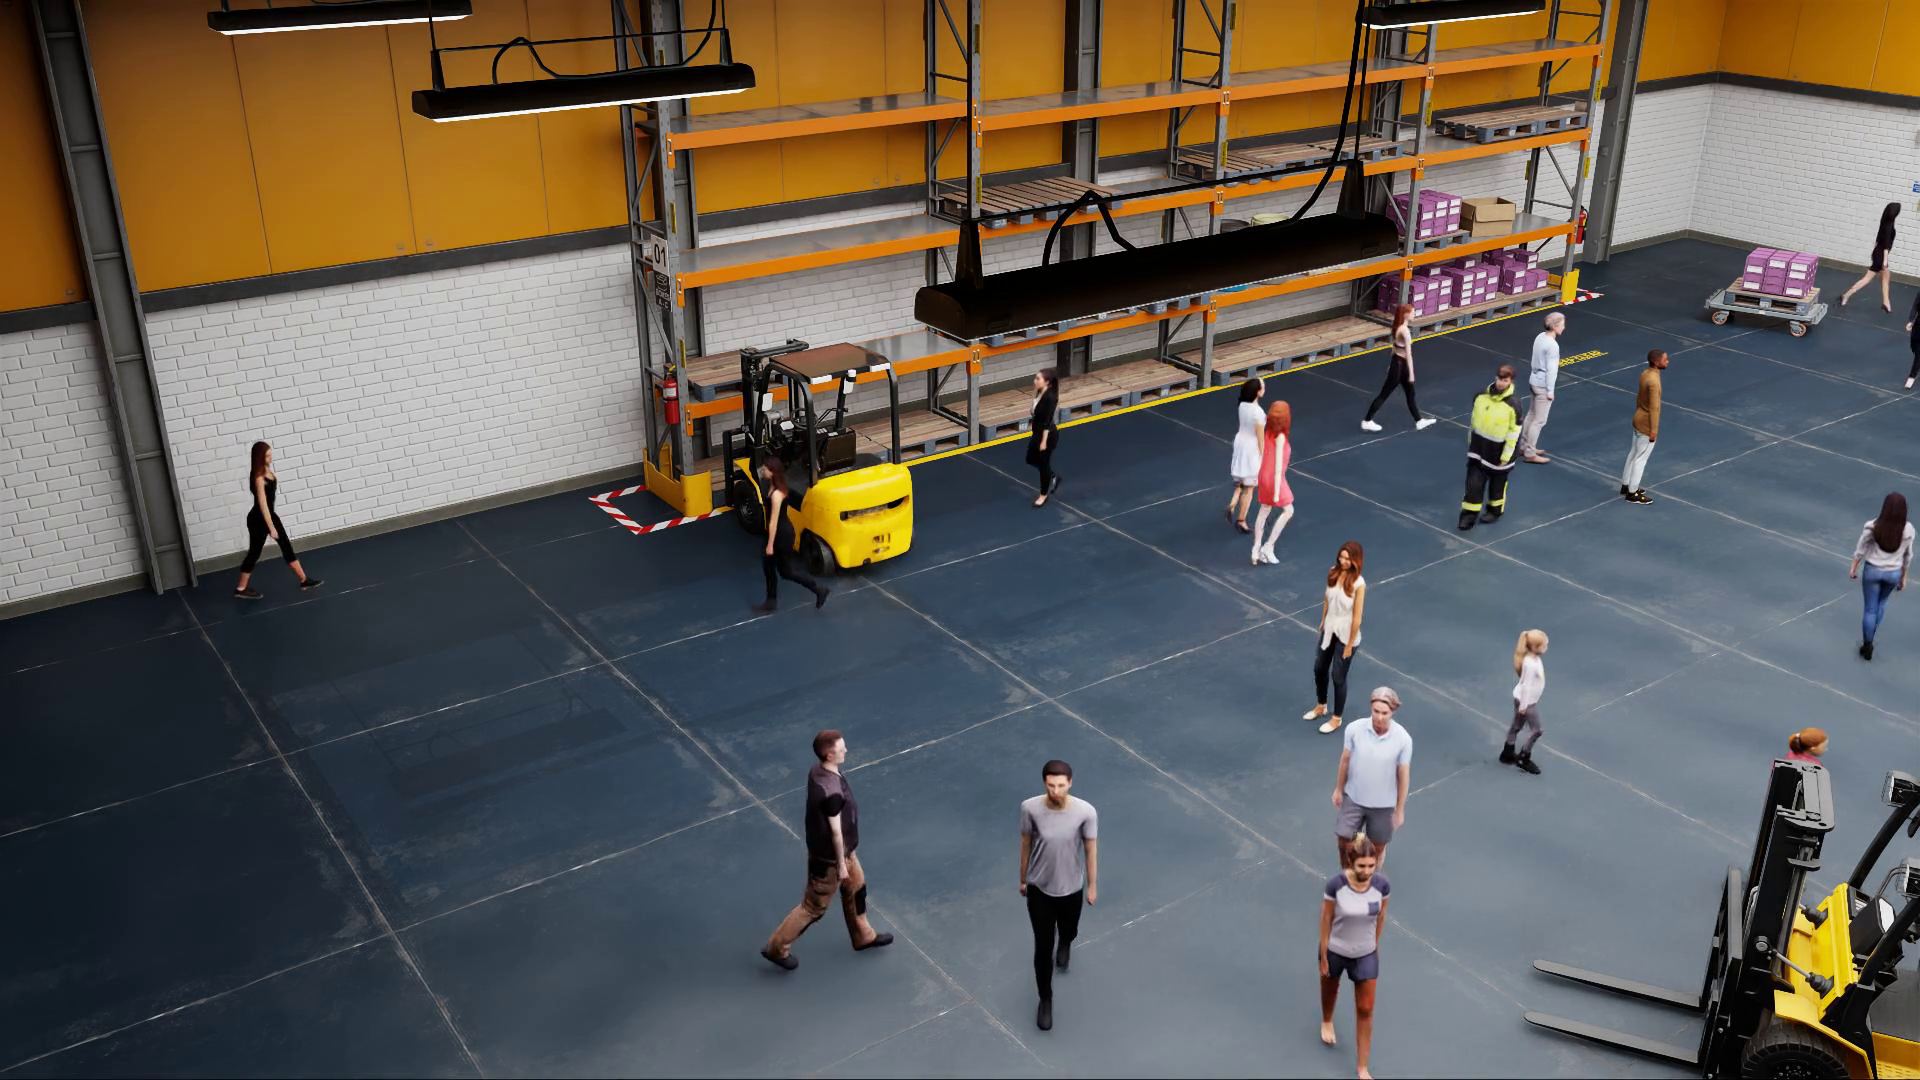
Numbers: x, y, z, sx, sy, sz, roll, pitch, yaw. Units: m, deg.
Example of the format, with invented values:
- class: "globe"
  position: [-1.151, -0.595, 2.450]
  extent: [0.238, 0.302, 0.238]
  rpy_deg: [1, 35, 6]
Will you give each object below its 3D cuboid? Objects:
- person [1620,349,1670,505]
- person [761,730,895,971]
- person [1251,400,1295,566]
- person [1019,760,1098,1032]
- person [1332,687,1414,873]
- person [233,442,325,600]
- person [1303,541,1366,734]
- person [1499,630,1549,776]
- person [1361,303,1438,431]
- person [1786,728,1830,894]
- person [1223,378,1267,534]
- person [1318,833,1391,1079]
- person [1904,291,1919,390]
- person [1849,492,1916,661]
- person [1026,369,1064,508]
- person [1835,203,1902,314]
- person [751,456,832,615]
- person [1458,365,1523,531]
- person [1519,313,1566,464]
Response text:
- class: "person"
  position: [7.927, -1.334, 19.236]
  extent: [0.757, 1.816, 0.723]
  rpy_deg: [2, 24, 4]
- class: "person"
  position: [-0.982, 2.129, 11.327]
  extent: [1.283, 1.807, 1.023]
  rpy_deg: [-4, 24, -9]
- class: "person"
  position: [3.191, -0.573, 17.504]
  extent: [0.749, 1.810, 0.734]
  rpy_deg: [-4, 24, -10]
- class: "person"
  position: [0.648, 2.247, 11.015]
  extent: [1.145, 1.839, 1.170]
  rpy_deg: [2, 24, 5]
- class: "person"
  position: [2.983, 1.829, 11.992]
  extent: [0.798, 1.823, 0.816]
  rpy_deg: [10, 25, 21]
- class: "person"
  position: [-7.108, -0.175, 16.746]
  extent: [1.203, 1.688, 0.966]
  rpy_deg: [-4, 24, -10]
- class: "person"
  position: [3.332, 0.810, 14.380]
  extent: [0.569, 1.777, 0.660]
  rpy_deg: [-13, 27, -27]
- class: "person"
  position: [4.653, 1.316, 13.856]
  extent: [0.680, 1.269, 0.619]
  rpy_deg: [5, 24, 12]
- class: "person"
  position: [5.512, -2.152, 21.269]
  extent: [1.234, 1.687, 1.099]
  rpy_deg: [2, 24, 4]
- class: "person"
  position: [6.168, 1.980, 12.283]
  extent: [0.599, 1.315, 0.579]
  rpy_deg: [-4, 24, -9]
- class: "person"
  position: [3.092, -0.898, 18.263]
  extent: [0.836, 1.798, 0.750]
  rpy_deg: [-10, 26, -22]
- class: "person"
  position: [2.455, 2.571, 10.586]
  extent: [0.954, 1.590, 0.976]
  rpy_deg: [2, 24, 4]
- class: "person"
  position: [13.422, -2.943, 23.080]
  extent: [1.006, 1.685, 0.549]
  rpy_deg: [-16, 28, -33]
- class: "person"
  position: [8.669, 0.367, 15.602]
  extent: [0.806, 1.611, 0.867]
  rpy_deg: [6, 24, 12]
- class: "person"
  position: [1.039, -1.170, 19.069]
  extent: [0.764, 1.650, 0.687]
  rpy_deg: [-8, 25, -18]
- class: "person"
  position: [14.515, -4.451, 26.431]
  extent: [1.080, 1.766, 1.143]
  rpy_deg: [9, 25, 19]
- class: "person"
  position: [-1.695, -0.012, 16.399]
  extent: [1.109, 1.666, 0.873]
  rpy_deg: [-4, 24, -8]
- class: "person"
  position: [5.927, -1.044, 18.439]
  extent: [1.209, 1.924, 0.959]
  rpy_deg: [-19, 30, -37]
- class: "person"
  position: [7.125, -1.877, 20.388]
  extent: [0.783, 1.889, 0.748]
  rpy_deg: [1, 24, 3]
